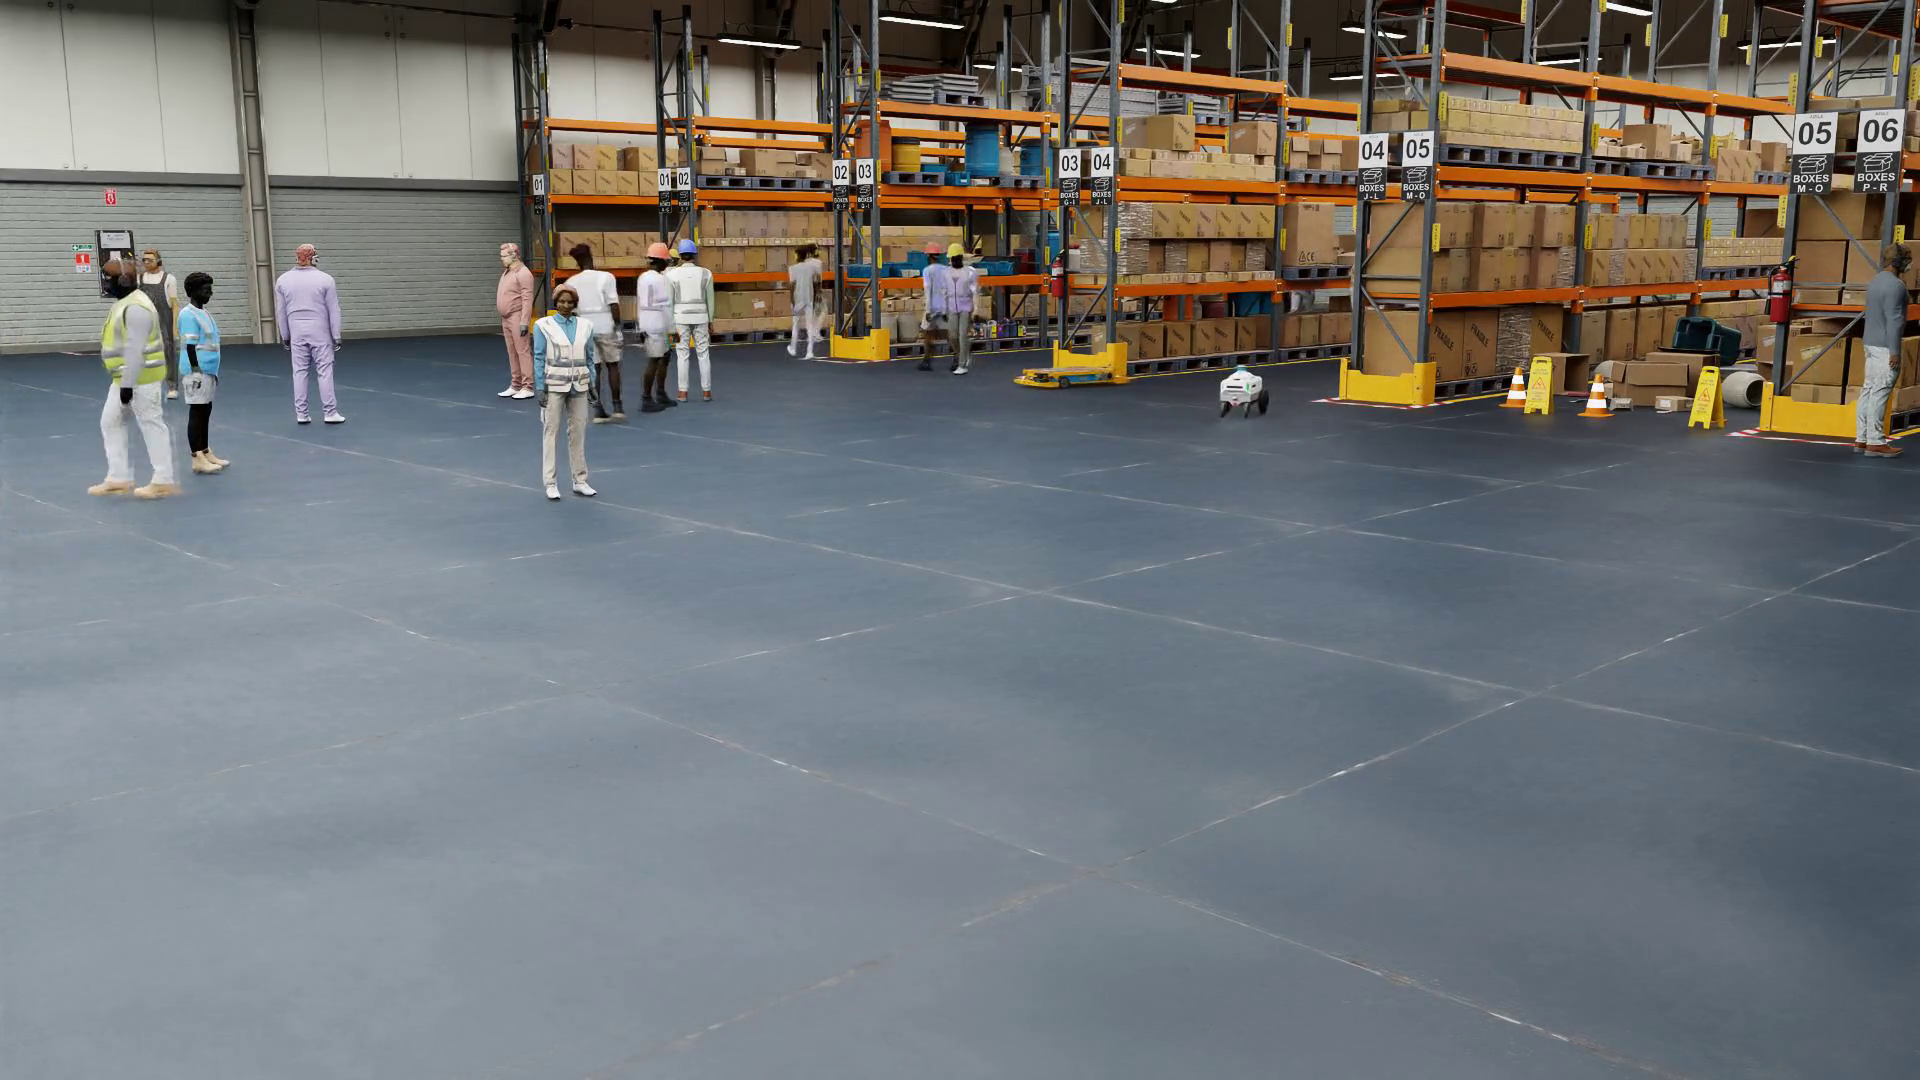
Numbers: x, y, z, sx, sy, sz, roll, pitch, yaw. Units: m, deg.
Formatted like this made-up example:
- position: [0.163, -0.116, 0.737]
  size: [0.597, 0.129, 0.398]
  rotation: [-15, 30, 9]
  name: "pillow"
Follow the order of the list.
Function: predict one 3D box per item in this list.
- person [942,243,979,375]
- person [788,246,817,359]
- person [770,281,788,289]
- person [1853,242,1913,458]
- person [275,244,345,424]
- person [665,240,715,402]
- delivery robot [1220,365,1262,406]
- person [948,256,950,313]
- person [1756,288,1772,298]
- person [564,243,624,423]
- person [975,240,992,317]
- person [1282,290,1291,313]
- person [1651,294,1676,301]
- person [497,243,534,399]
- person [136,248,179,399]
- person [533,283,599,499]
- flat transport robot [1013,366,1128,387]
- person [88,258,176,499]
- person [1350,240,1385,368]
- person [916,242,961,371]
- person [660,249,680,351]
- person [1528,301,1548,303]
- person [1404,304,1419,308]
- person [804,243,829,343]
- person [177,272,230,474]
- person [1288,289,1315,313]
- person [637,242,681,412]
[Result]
- position: [0.041, -3.384, 24.275]
  size: [0.621, 1.900, 0.649]
  rotation: [6, 12, 28]
  name: "person"
- position: [-2.589, -3.897, 27.278]
  size: [0.519, 1.817, 0.963]
  rotation: [-4, 11, -20]
  name: "person"
- position: [-4.016, -5.662, 37.020]
  size: [0.406, 1.784, 0.668]
  rotation: [0, 10, 2]
  name: "person"
- position: [8.462, -1.743, 15.213]
  size: [0.362, 1.938, 0.636]
  rotation: [2, 11, 11]
  name: "person"
- position: [-6.917, -2.194, 17.758]
  size: [0.650, 1.906, 0.401]
  rotation: [0, 10, 0]
  name: "person"
- position: [-3.276, -2.658, 20.188]
  size: [0.605, 1.944, 0.402]
  rotation: [-3, 11, -16]
  name: "person"
- position: [3.174, -1.724, 18.746]
  size: [0.477, 0.478, 0.707]
  rotation: [4, 11, 22]
  name: "delivery robot"
- position: [-0.387, -4.865, 33.128]
  size: [0.790, 1.610, 0.515]
  rotation: [-9, 14, -40]
  name: "person"
- position: [15.661, -4.842, 32.332]
  size: [0.603, 1.874, 0.591]
  rotation: [-8, 13, -38]
  name: "person"
- position: [-3.935, -2.240, 17.952]
  size: [0.673, 1.923, 0.507]
  rotation: [1, 10, 4]
  name: "person"
- position: [0.473, -5.910, 38.069]
  size: [0.975, 1.886, 0.596]
  rotation: [-9, 14, -41]
  name: "person"
- position: [6.543, -4.957, 32.746]
  size: [0.633, 1.935, 1.042]
  rotation: [8, 13, 37]
  name: "person"
- position: [13.189, -4.519, 31.179]
  size: [0.286, 1.633, 0.500]
  rotation: [-7, 13, -35]
  name: "person"
- position: [-5.503, -2.700, 20.536]
  size: [0.407, 1.902, 0.639]
  rotation: [-8, 13, -38]
  name: "person"
- position: [-9.863, -2.655, 20.438]
  size: [0.504, 1.847, 0.344]
  rotation: [-1, 10, -4]
  name: "person"
- position: [-3.022, -1.143, 12.758]
  size: [0.512, 1.639, 0.311]
  rotation: [-8, 13, -39]
  name: "person"
- position: [1.496, -2.204, 22.391]
  size: [1.431, 0.197, 0.652]
  rotation: [-6, 12, -30]
  name: "flat transport robot"
- position: [-6.375, -1.205, 12.590]
  size: [0.727, 1.818, 0.661]
  rotation: [-8, 13, -36]
  name: "person"
- position: [6.168, -3.559, 25.139]
  size: [0.554, 1.939, 0.396]
  rotation: [8, 13, 35]
  name: "person"
- position: [-0.290, -3.444, 24.607]
  size: [0.552, 1.908, 0.880]
  rotation: [-10, 14, -42]
  name: "person"
- position: [-4.963, -4.143, 28.792]
  size: [0.524, 1.760, 0.328]
  rotation: [5, 11, 24]
  name: "person"
- position: [9.394, -3.987, 27.520]
  size: [0.605, 1.901, 0.953]
  rotation: [8, 13, 36]
  name: "person"
- position: [7.532, -3.870, 27.493]
  size: [0.543, 1.681, 0.476]
  rotation: [10, 14, 43]
  name: "person"
- position: [-2.690, -4.611, 31.066]
  size: [0.526, 1.852, 0.476]
  rotation: [10, 14, 43]
  name: "person"
- position: [-6.461, -1.429, 14.172]
  size: [0.320, 1.692, 0.531]
  rotation: [-2, 11, -10]
  name: "person"
- position: [6.469, -4.710, 31.540]
  size: [0.647, 1.893, 1.011]
  rotation: [7, 13, 34]
  name: "person"
- position: [-3.403, -2.434, 19.042]
  size: [0.683, 1.912, 0.547]
  rotation: [-7, 12, -32]
  name: "person"
